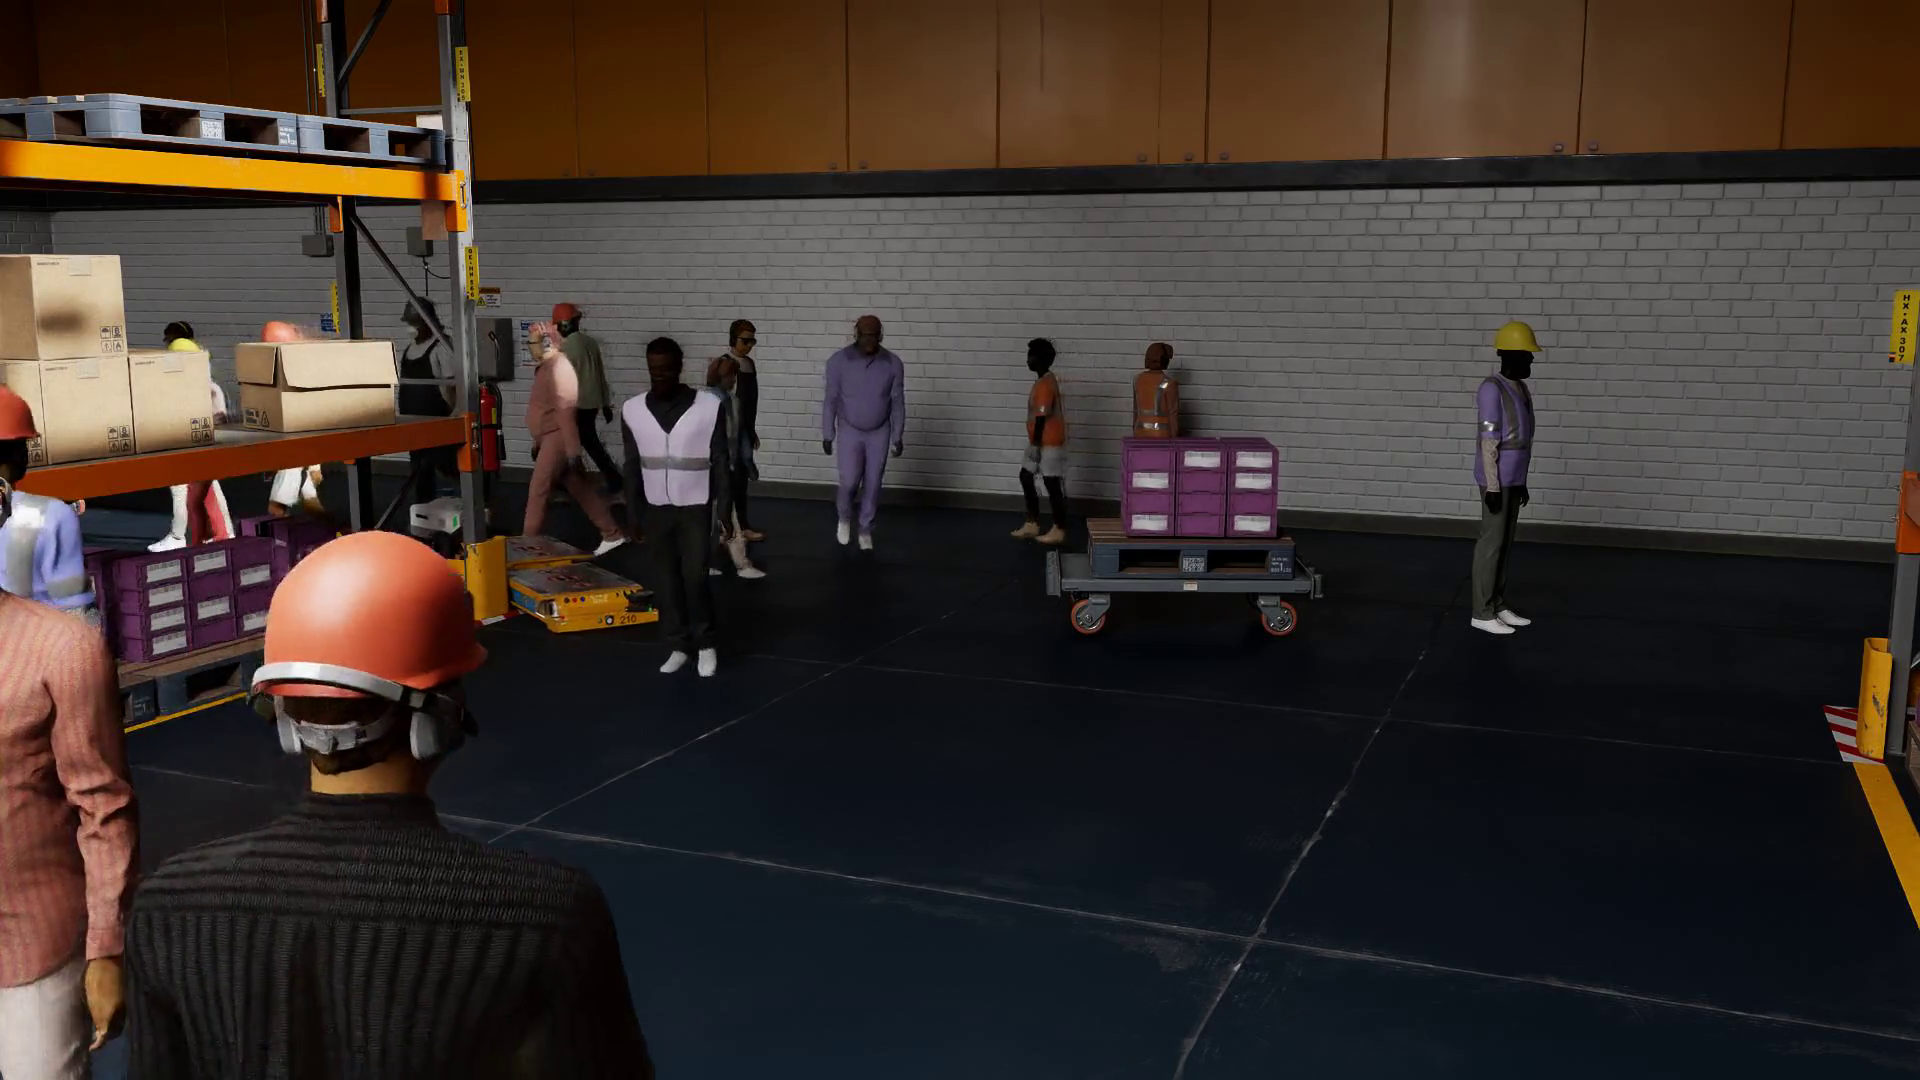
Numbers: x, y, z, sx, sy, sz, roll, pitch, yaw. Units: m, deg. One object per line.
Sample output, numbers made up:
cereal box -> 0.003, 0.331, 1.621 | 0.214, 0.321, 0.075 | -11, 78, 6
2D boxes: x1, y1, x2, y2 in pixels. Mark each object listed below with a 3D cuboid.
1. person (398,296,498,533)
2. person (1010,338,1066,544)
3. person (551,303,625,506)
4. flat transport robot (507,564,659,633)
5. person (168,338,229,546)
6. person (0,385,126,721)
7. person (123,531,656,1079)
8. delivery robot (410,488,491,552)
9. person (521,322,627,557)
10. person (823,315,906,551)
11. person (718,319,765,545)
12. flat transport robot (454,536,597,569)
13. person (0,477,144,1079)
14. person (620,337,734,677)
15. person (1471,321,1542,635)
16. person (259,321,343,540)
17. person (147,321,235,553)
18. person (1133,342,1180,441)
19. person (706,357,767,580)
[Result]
person -> -4.438, -1.088, 14.232 | 0.695, 2.000, 0.769 | 6, 11, 34
person -> 0.601, -0.795, 13.525 | 0.593, 1.674, 0.557 | 0, 9, 2
person -> -3.542, -1.275, 15.733 | 1.022, 1.938, 0.647 | 3, 10, 17
flat transport robot -> -2.540, 0.354, 10.848 | 0.652, 0.197, 1.431 | -6, 11, -32
person -> -5.657, -0.606, 12.209 | 0.554, 1.734, 0.728 | 5, 11, 28
person -> -3.044, 0.462, 5.284 | 0.545, 1.904, 0.931 | 2, 10, 10
person -> -0.651, 0.950, 2.161 | 0.622, 1.945, 1.002 | 2, 10, 15
delivery robot -> -3.927, -0.157, 12.801 | 0.707, 0.478, 0.477 | 9, 13, 43
person -> -3.047, -0.739, 12.682 | 0.999, 1.860, 0.664 | -3, 10, -17
person -> -0.750, -0.848, 13.250 | 0.661, 1.883, 0.420 | -2, 10, -14
person -> -1.802, -0.876, 13.569 | 0.351, 1.836, 0.505 | 4, 10, 23
flat transport robot -> -3.173, 0.147, 12.104 | 0.652, 0.197, 1.431 | -6, 11, -32
person -> -1.874, 0.762, 3.159 | 0.626, 1.992, 0.387 | 1, 9, 7
person -> -1.551, -0.174, 9.180 | 0.603, 1.885, 0.512 | 1, 9, 7
person -> 3.393, -0.389, 10.339 | 0.363, 1.928, 0.587 | 7, 11, 35
person -> -4.709, -0.602, 11.772 | 1.007, 1.889, 0.564 | -8, 12, -38
person -> -6.169, -0.807, 13.166 | 0.816, 1.825, 0.611 | -7, 12, -37
person -> 1.633, -0.839, 13.971 | 0.311, 1.633, 0.519 | -7, 12, -37
person -> -1.663, -0.506, 11.991 | 0.777, 1.600, 0.541 | 3, 10, 18
